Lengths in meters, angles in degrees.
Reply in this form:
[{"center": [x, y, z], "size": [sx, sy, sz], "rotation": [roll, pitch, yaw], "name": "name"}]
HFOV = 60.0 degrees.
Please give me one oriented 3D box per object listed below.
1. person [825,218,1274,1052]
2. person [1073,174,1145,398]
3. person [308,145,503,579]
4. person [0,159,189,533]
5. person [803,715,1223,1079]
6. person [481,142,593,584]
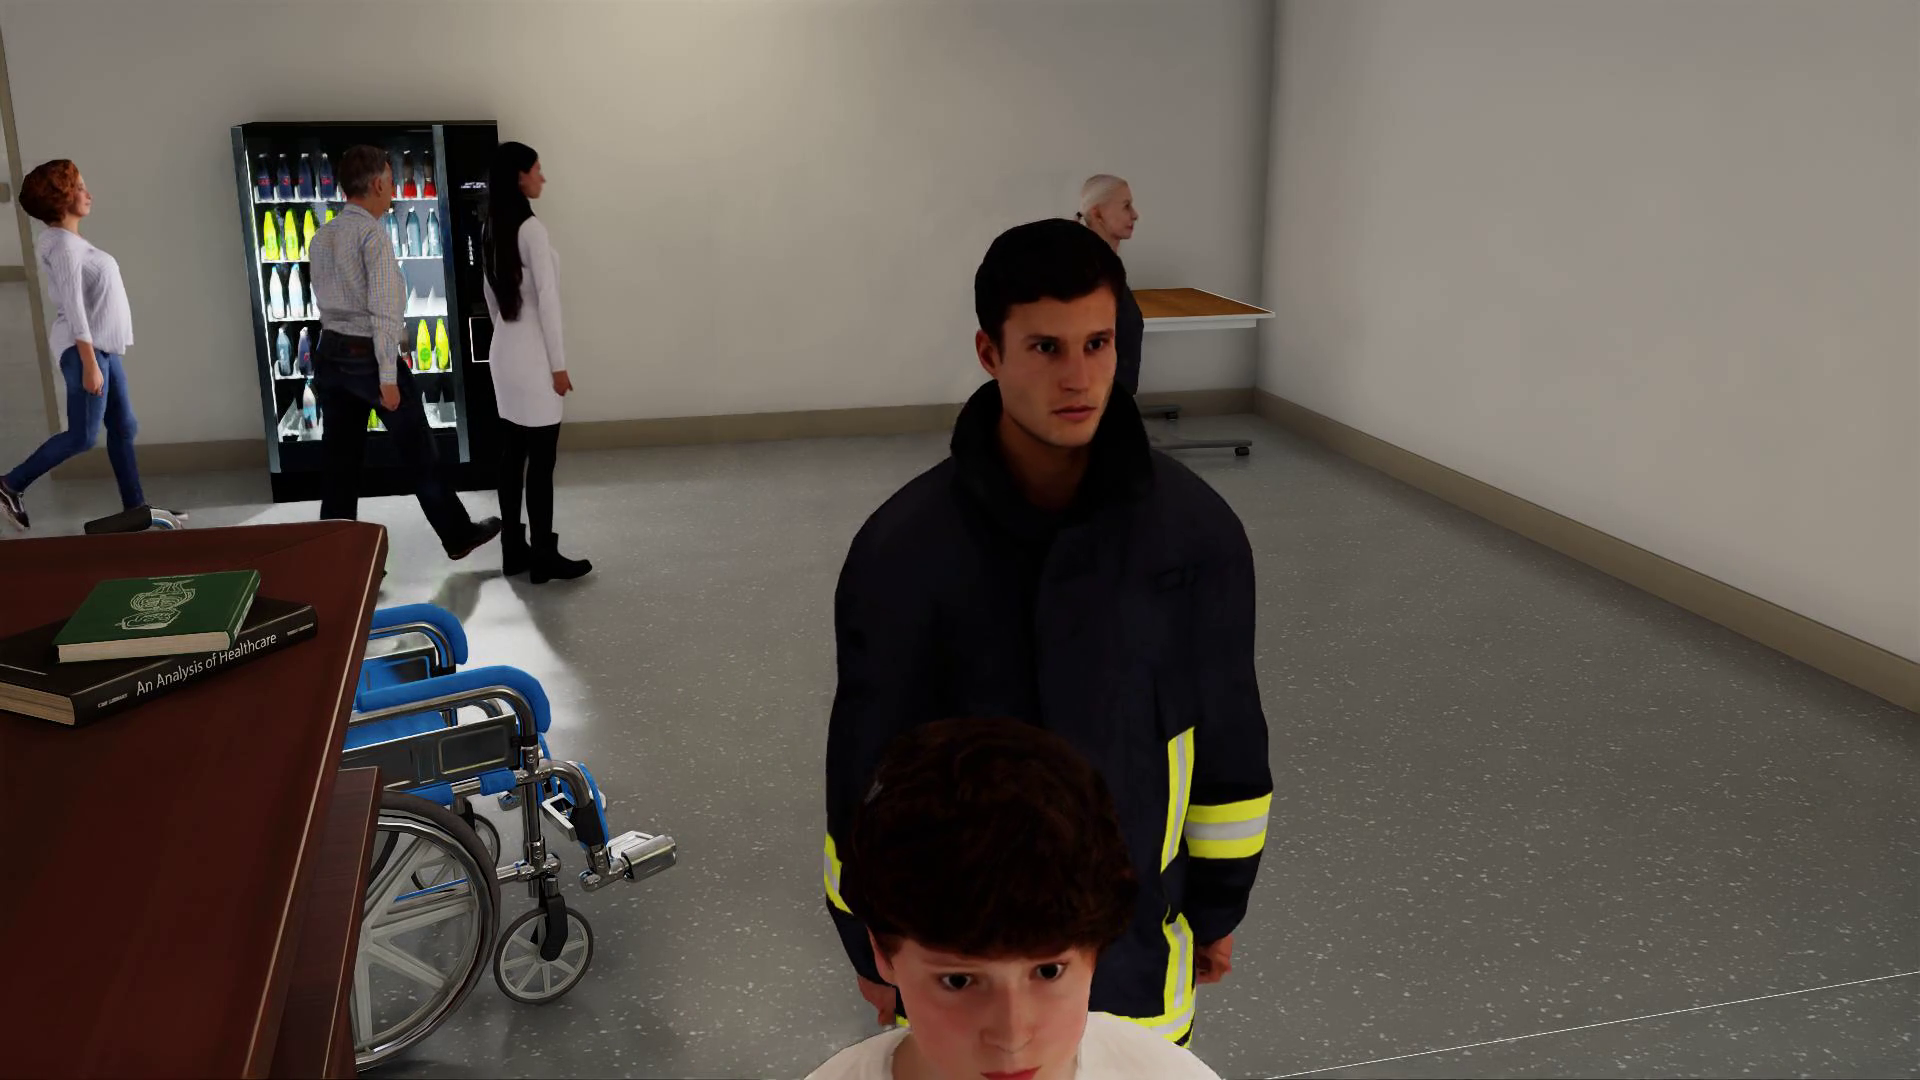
[{"center": [0.101, 0.490, 2.426], "size": [1.048, 1.899, 0.859], "rotation": [-5, 16, -16], "name": "person"}, {"center": [0.449, -0.505, 6.324], "size": [1.077, 1.700, 0.918], "rotation": [3, 16, 12], "name": "person"}, {"center": [-2.477, -0.653, 6.722], "size": [1.116, 1.769, 1.185], "rotation": [10, 19, 32], "name": "person"}, {"center": [-4.060, -0.845, 7.534], "size": [0.998, 1.698, 0.636], "rotation": [-5, 16, -17], "name": "person"}, {"center": [0.026, 0.902, 1.441], "size": [0.715, 1.642, 0.659], "rotation": [-3, 16, -11], "name": "person"}, {"center": [-1.816, -0.728, 6.918], "size": [0.684, 1.807, 0.682], "rotation": [15, 22, 43], "name": "person"}]
